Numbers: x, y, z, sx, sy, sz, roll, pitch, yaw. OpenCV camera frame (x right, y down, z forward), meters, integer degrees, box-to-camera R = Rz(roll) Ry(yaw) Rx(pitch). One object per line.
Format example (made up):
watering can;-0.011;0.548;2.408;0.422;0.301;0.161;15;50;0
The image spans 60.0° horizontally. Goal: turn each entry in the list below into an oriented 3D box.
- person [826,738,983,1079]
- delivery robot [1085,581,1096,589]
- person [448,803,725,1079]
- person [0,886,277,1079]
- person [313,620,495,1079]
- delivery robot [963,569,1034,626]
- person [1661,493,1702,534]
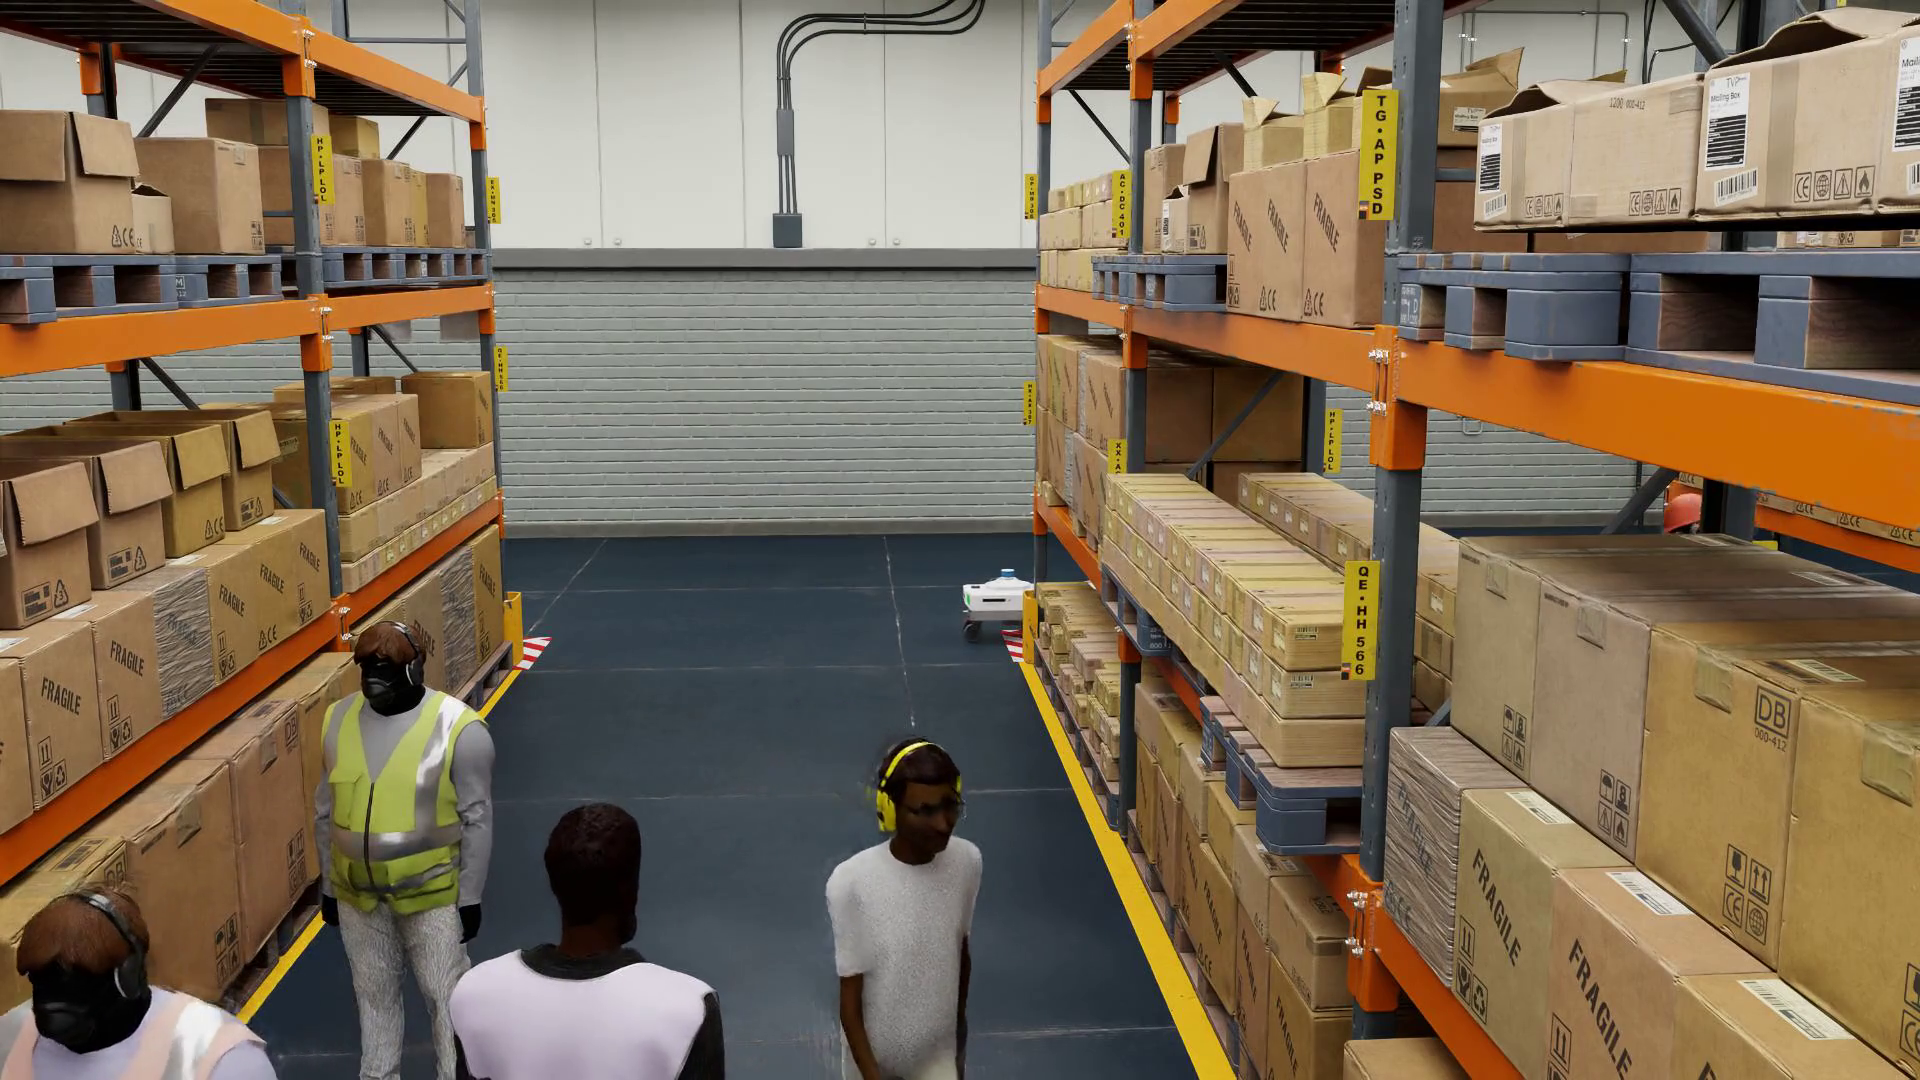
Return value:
person;-0.125;1.396;4.407;0.487;1.811;0.962;-6;11;-30
delivery robot;1.075;0.494;13.130;0.707;0.478;0.477;-6;11;-32
person;-0.757;1.497;3.496;0.597;1.914;0.372;2;10;10
person;-1.683;1.562;3.405;0.629;1.830;0.520;2;10;9
person;-1.882;1.176;5.610;0.627;1.844;0.429;2;10;9
delivery robot;0.379;0.474;13.246;0.707;0.478;0.477;-1;10;-4
person;3.516;0.764;7.750;0.392;1.944;0.724;-5;11;-29
